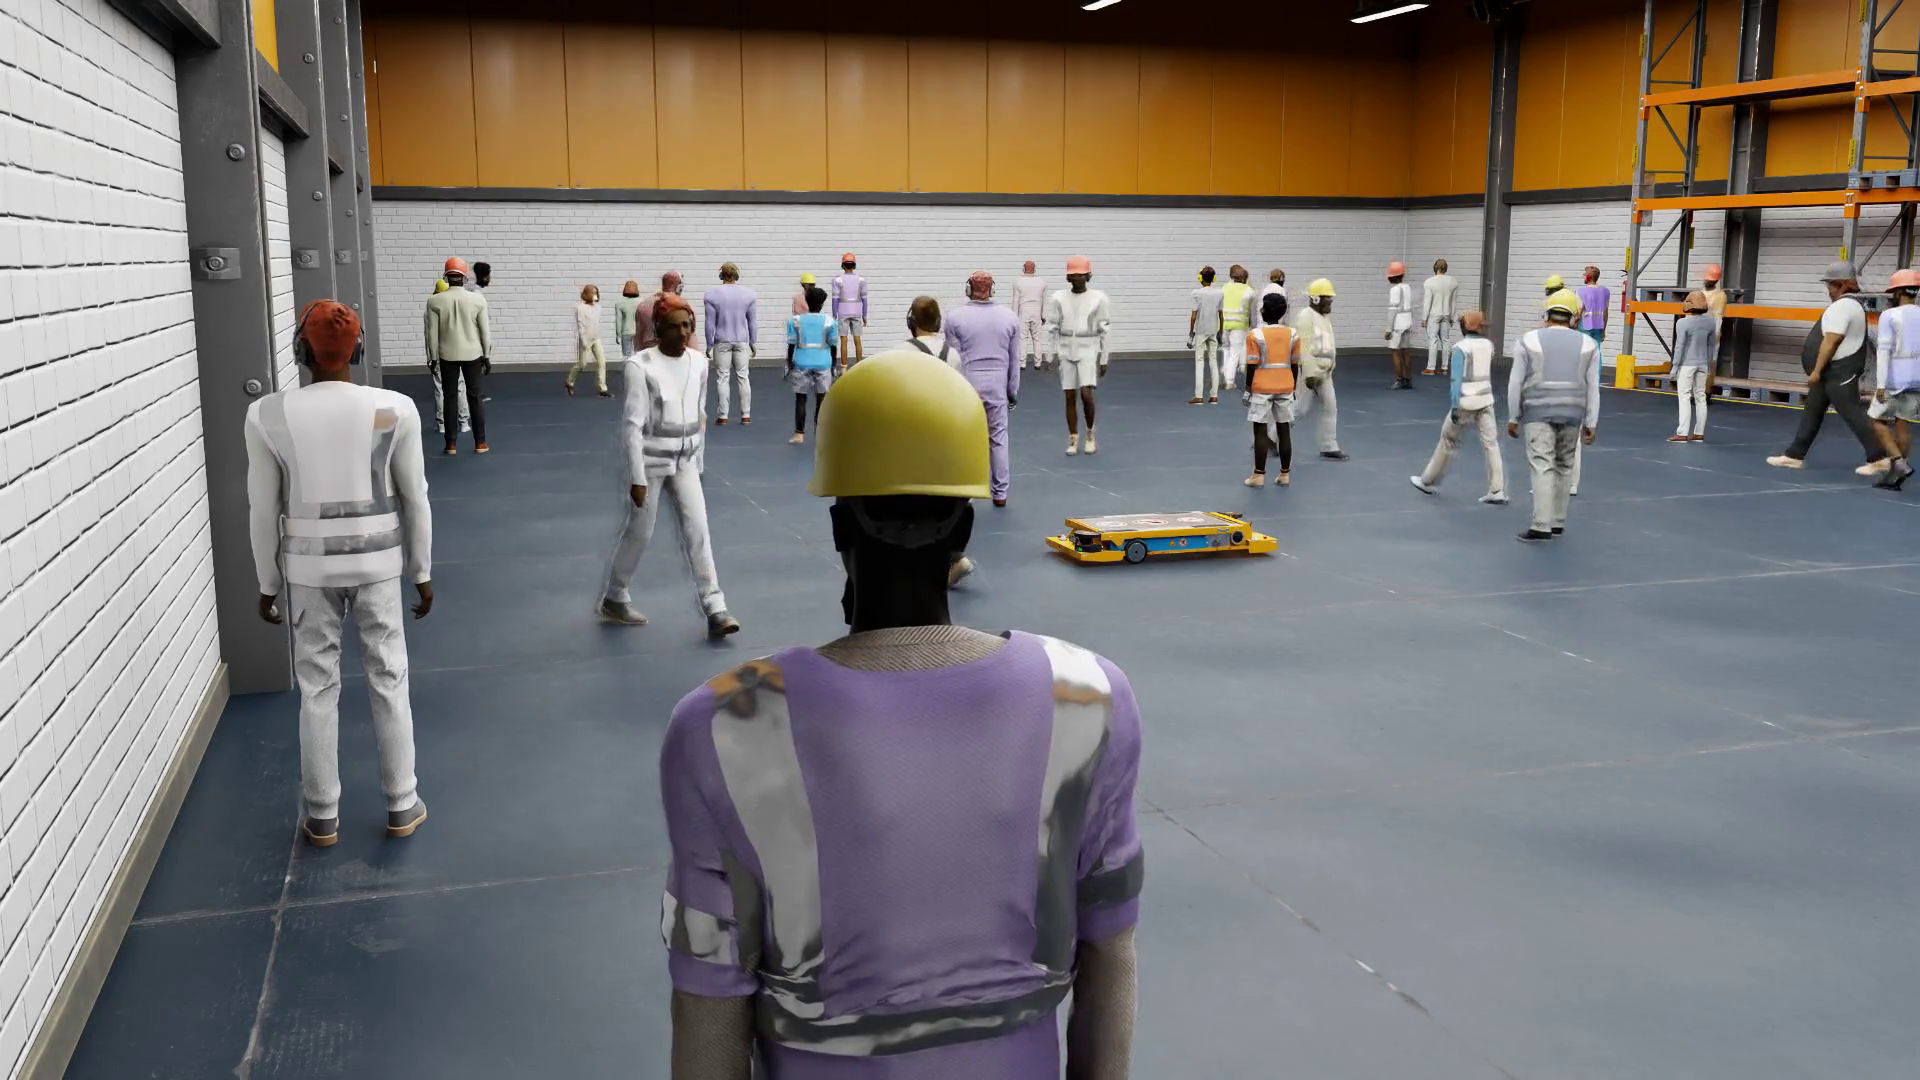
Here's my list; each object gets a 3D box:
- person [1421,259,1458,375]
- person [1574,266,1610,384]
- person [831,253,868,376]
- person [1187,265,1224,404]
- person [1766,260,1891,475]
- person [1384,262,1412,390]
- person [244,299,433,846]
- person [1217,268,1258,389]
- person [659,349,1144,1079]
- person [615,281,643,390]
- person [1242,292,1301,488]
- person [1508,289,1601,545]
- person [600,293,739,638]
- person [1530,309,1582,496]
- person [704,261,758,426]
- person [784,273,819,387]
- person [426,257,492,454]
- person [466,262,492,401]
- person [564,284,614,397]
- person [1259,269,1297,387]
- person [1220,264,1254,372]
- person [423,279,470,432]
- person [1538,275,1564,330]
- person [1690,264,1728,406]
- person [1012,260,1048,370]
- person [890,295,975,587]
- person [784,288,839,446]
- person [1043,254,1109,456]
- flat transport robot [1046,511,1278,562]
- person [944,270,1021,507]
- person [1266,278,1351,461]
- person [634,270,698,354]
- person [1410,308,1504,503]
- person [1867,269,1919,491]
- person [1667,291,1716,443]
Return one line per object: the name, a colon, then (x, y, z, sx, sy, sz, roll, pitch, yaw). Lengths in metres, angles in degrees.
person: (8.025, -3.734, 27.893, 0.635, 1.939, 0.362, -3, 10, -18)
person: (9.139, -3.039, 24.124, 0.570, 1.849, 0.380, -3, 10, -18)
person: (-1.841, -3.734, 27.591, 0.615, 2.042, 0.372, -3, 10, -18)
person: (3.317, -2.766, 22.490, 0.531, 1.870, 0.318, -3, 10, -18)
person: (8.211, -1.639, 15.473, 1.058, 2.000, 0.680, 6, 11, 30)
person: (6.580, -3.190, 24.877, 0.350, 1.904, 0.707, 8, 12, 37)
person: (-2.124, 0.118, 5.750, 0.584, 1.884, 0.347, -3, 10, -18)
person: (4.183, -3.195, 25.168, 0.639, 1.804, 0.752, 5, 11, 28)
person: (-0.070, 0.731, 2.075, 0.594, 1.926, 0.366, -3, 10, -18)
person: (-4.851, -3.020, 24.645, 0.507, 1.633, 0.276, -3, 10, -18)
person: (2.706, -1.298, 14.480, 0.541, 1.700, 0.315, -3, 10, -18)
person: (4.210, -0.870, 11.786, 0.612, 1.795, 0.651, 1, 10, 5)
person: (-1.576, -0.393, 8.874, 1.012, 1.834, 0.625, 9, 13, 42)
person: (5.037, -1.175, 13.929, 0.522, 1.645, 0.306, -3, 10, -18)
person: (-2.709, -2.316, 19.682, 0.635, 1.939, 0.362, -3, 10, -18)
person: (-2.381, -3.212, 25.423, 0.681, 1.744, 0.532, 9, 13, 43)
person: (-5.098, -1.873, 16.957, 0.622, 1.993, 0.381, -3, 10, -18)
person: (-6.678, -2.879, 22.993, 0.465, 1.922, 0.723, -3, 10, -18)
person: (-5.306, -2.835, 23.655, 0.749, 1.603, 0.497, 7, 12, 33)
person: (4.767, -3.092, 24.591, 0.846, 1.796, 0.659, -3, 10, -15)
person: (4.692, -3.774, 28.405, 0.633, 1.843, 0.429, -3, 10, -18)
person: (-5.844, -2.097, 18.977, 0.493, 1.746, 0.282, -3, 10, -18)
person: (7.767, -2.565, 21.712, 0.591, 1.749, 0.346, -5, 11, -28)
person: (9.914, -2.711, 22.088, 0.509, 1.896, 0.583, -4, 11, -21)
person: (1.202, -3.920, 29.063, 0.651, 1.907, 0.409, -3, 10, -18)
person: (-0.190, -0.620, 10.309, 0.530, 1.794, 0.985, -9, 13, -41)
person: (-1.591, -1.825, 17.663, 0.619, 1.670, 0.347, 0, 10, -1)
person: (1.169, -1.842, 16.705, 0.633, 2.026, 0.488, 3, 10, 19)
flat transport robot: (1.366, -0.035, 11.305, 1.431, 0.197, 0.652, -3, 10, -17)
person: (0.160, -1.200, 13.318, 0.651, 1.907, 0.409, -3, 10, -18)
person: (3.424, -1.677, 16.397, 0.834, 1.803, 0.595, 8, 12, 37)
person: (-2.851, -1.654, 16.039, 0.671, 1.878, 0.555, 3, 10, 17)
person: (4.170, -1.108, 13.711, 0.517, 1.580, 0.921, -6, 11, -31)
person: (8.065, -1.355, 14.233, 0.559, 1.906, 0.552, -1, 10, -6)
person: (7.901, -1.864, 17.952, 0.507, 1.633, 0.276, -3, 10, -18)
